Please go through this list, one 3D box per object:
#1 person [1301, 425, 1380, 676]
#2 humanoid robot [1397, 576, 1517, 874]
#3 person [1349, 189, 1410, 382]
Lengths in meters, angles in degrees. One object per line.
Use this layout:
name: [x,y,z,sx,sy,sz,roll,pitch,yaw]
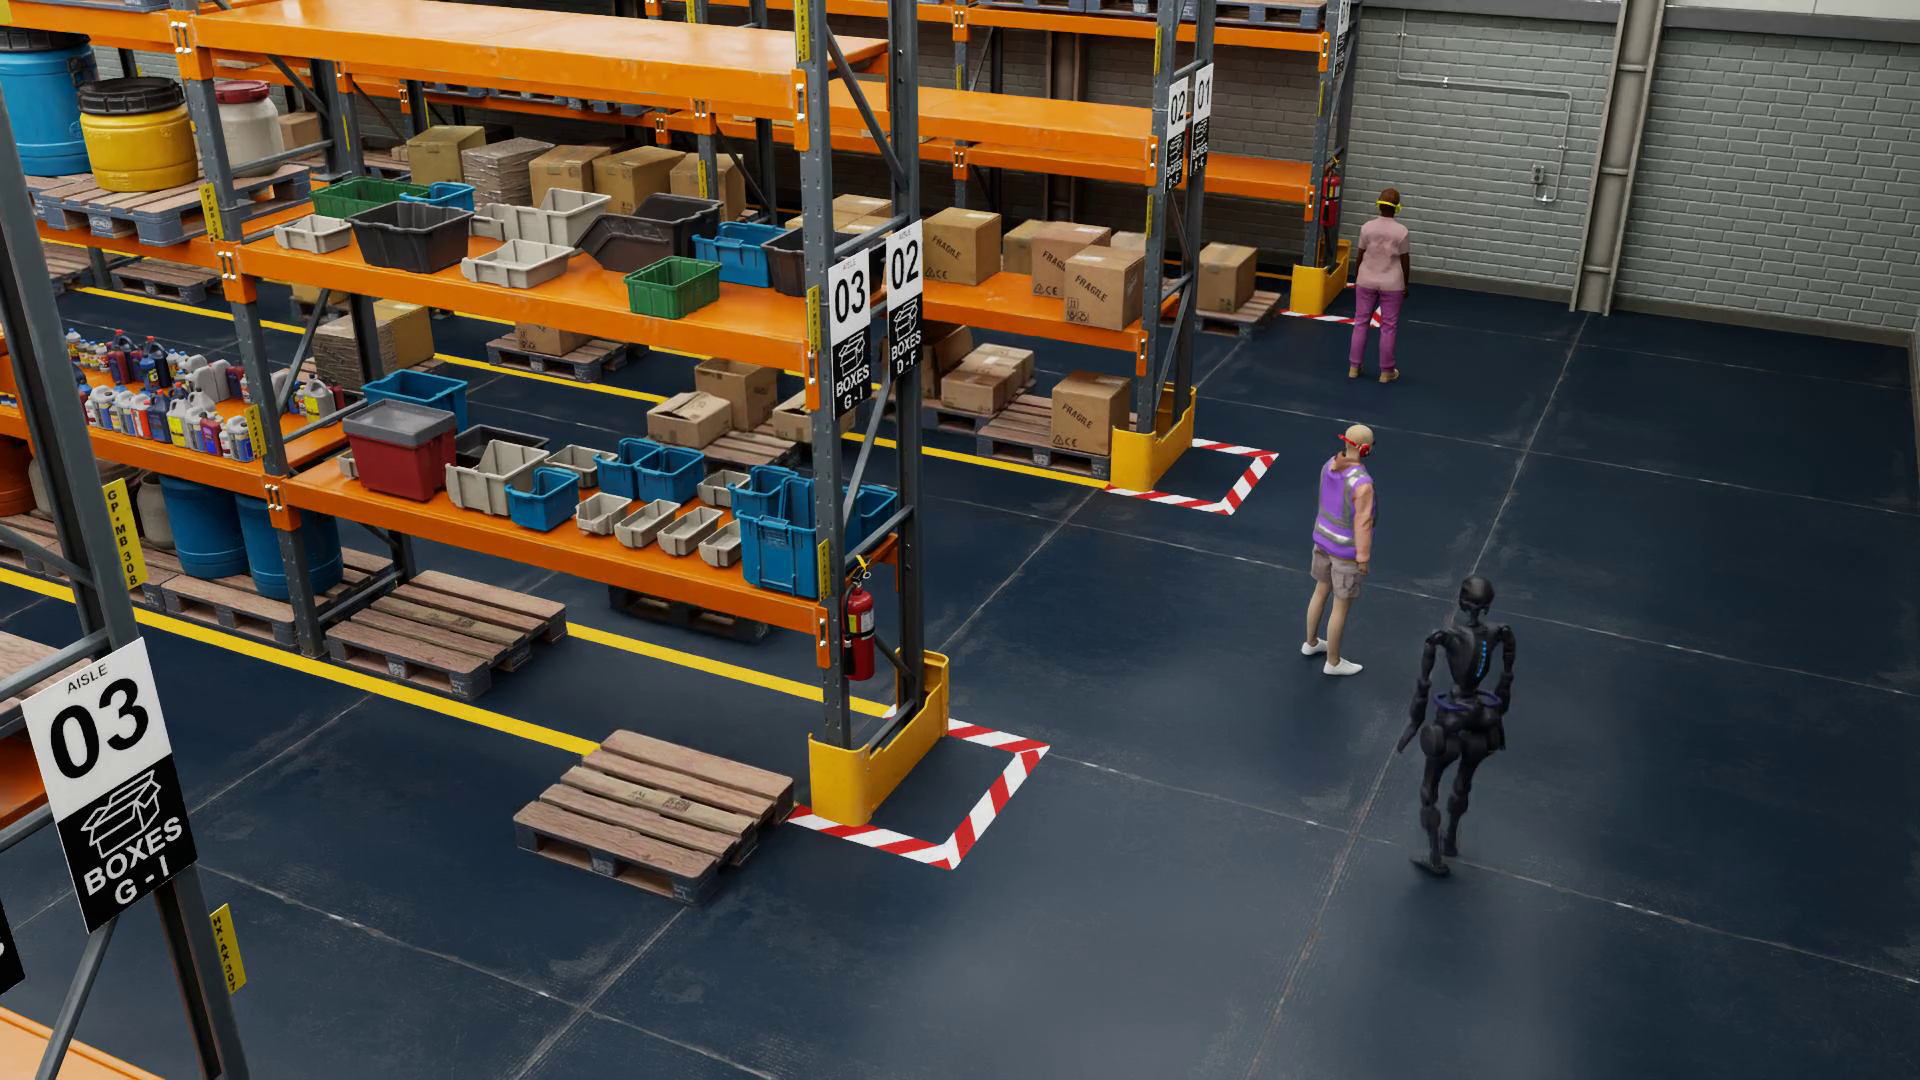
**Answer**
person: [2.426,0.057,10.591,0.348,1.688,0.492,-10,28,-20]
humanoid robot: [2.632,0.986,8.739,0.601,1.643,0.447,-6,27,-12]
person: [3.881,-2.341,15.320,0.515,1.801,0.331,14,30,27]
